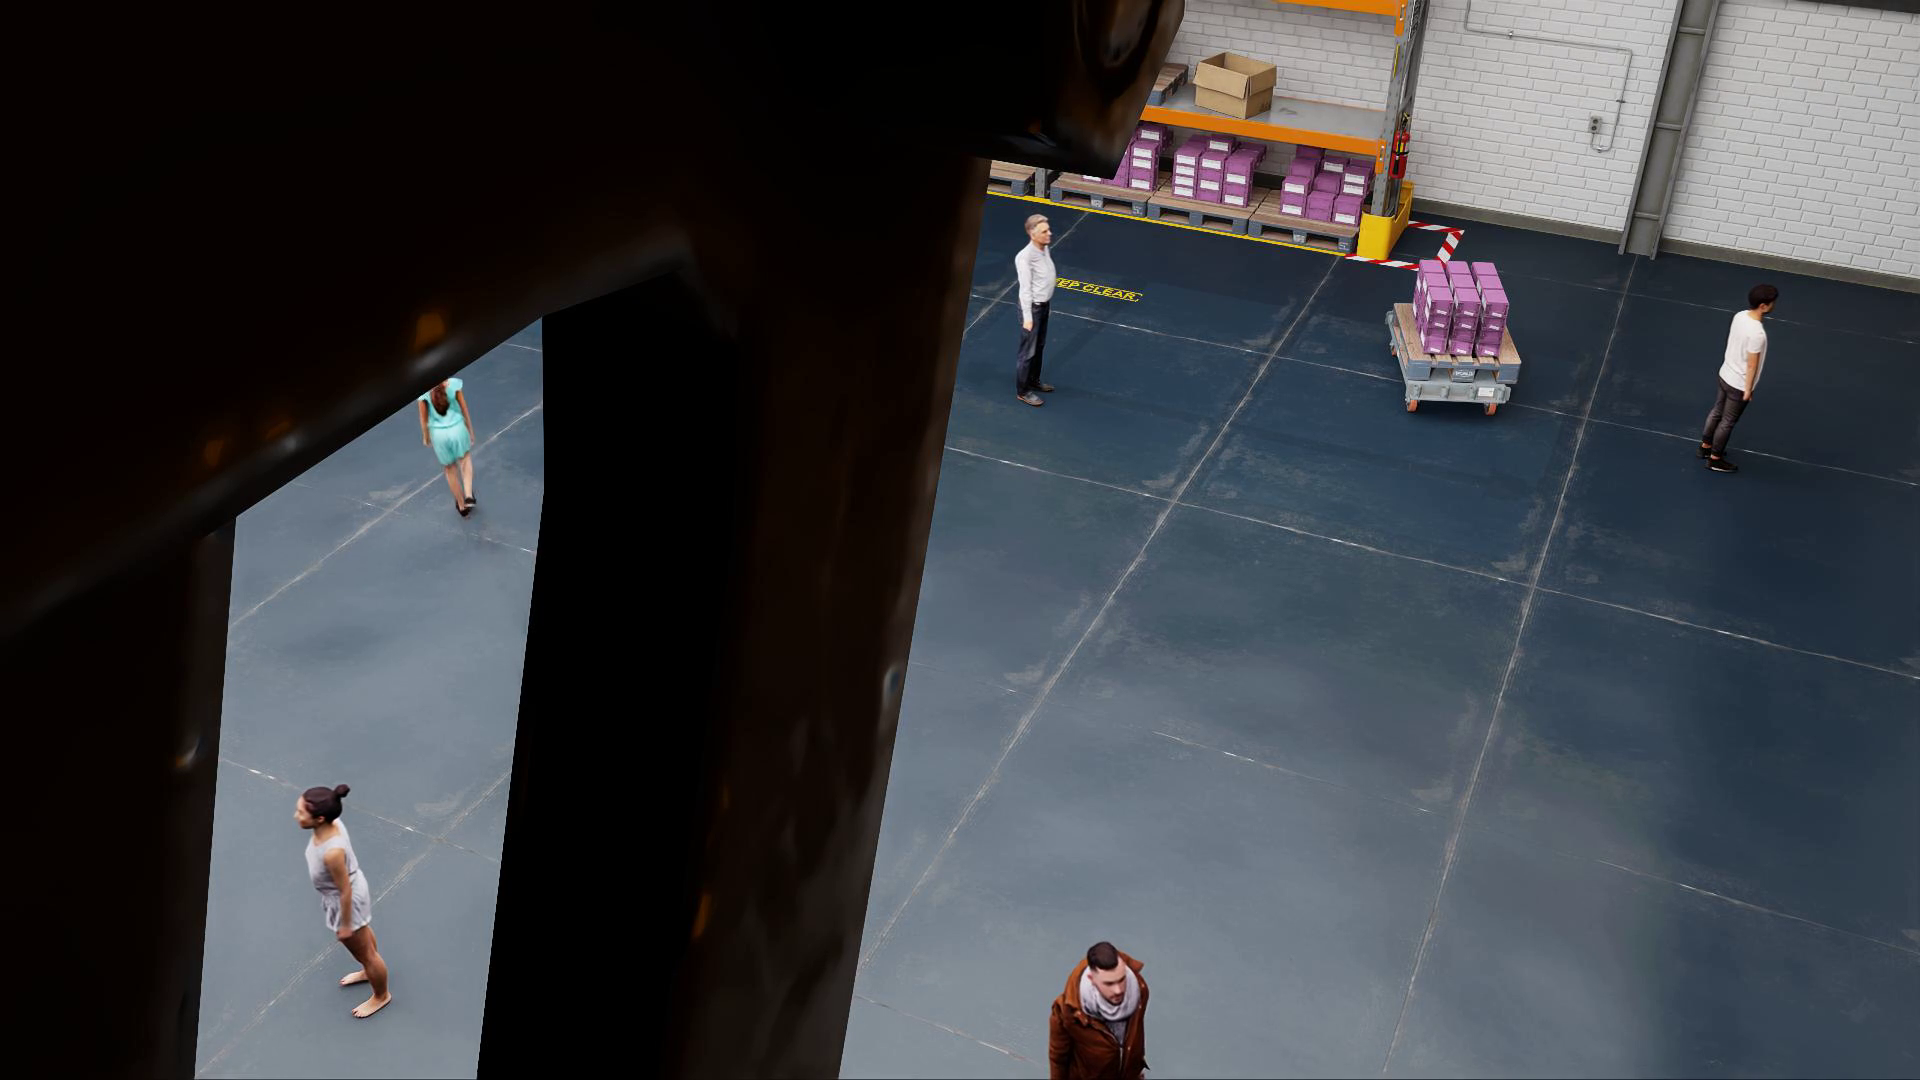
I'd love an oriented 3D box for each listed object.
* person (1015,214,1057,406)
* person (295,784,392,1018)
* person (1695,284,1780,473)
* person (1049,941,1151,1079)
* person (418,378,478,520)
[{"bbox_3d":[0.688,-2.156,15.366,0.547,1.820,0.637,15,36,21],"label":"person"},{"bbox_3d":[-3.443,1.997,9.316,0.731,1.601,0.655,-16,37,-22],"label":"person"},{"bbox_3d":[6.713,-1.422,14.350,0.668,1.721,0.698,1,34,1],"label":"person"},{"bbox_3d":[0.664,2.647,8.124,0.850,1.839,0.891,-18,38,-25],"label":"person"},{"bbox_3d":[-4.180,-0.844,13.635,0.673,1.552,0.728,-13,36,-19],"label":"person"}]
